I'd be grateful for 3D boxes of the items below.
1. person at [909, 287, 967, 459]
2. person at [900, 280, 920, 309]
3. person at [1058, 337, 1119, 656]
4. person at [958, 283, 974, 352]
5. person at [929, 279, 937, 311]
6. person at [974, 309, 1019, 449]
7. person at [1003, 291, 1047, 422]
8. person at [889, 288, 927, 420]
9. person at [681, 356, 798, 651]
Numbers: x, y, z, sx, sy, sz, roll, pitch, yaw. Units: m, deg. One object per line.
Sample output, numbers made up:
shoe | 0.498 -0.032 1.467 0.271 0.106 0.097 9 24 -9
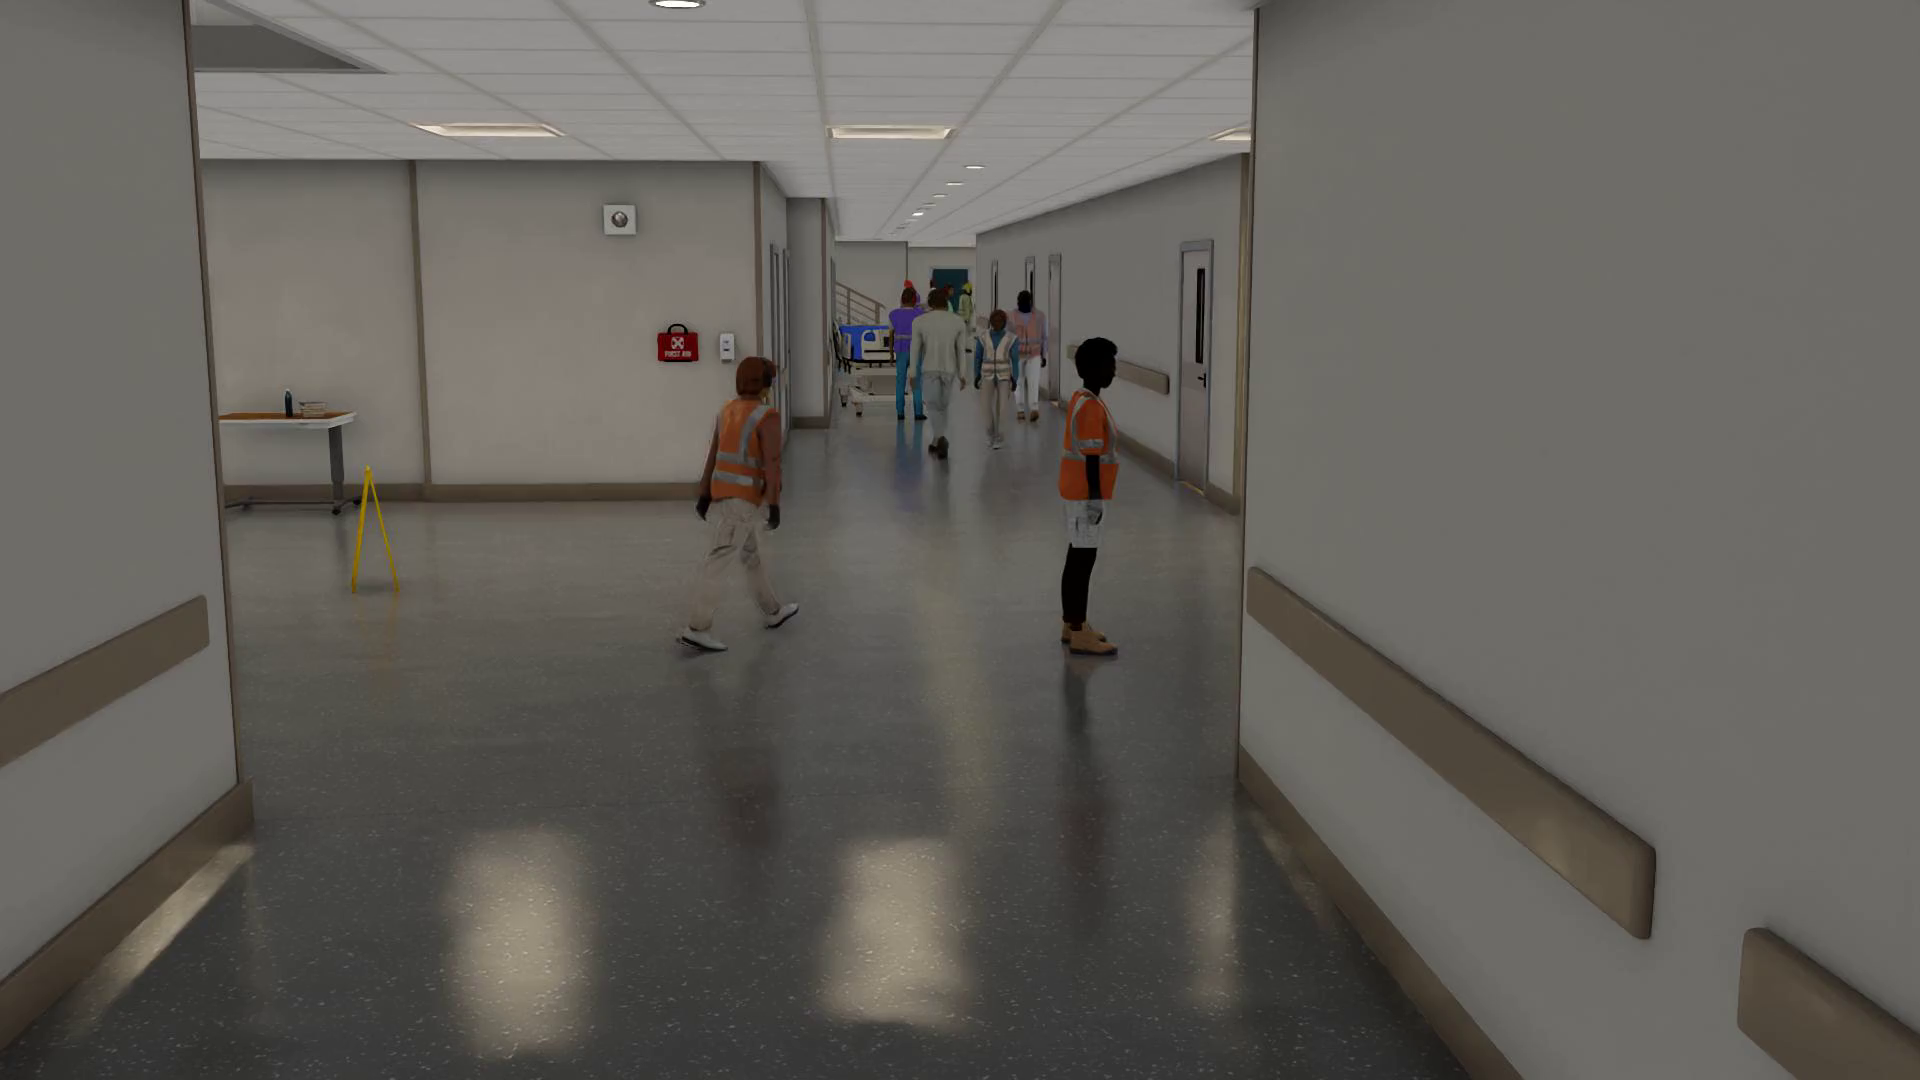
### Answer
person | -0.229 -1.863 18.533 0.647 1.902 0.969 -2 9 -13
person | -1.294 -5.835 43.426 0.542 1.906 0.948 1 9 7
person | 0.689 -0.239 8.934 0.321 1.696 0.537 0 9 -2
person | 0.105 -5.803 43.472 0.557 1.819 0.608 -3 10 -19
person | -0.879 -7.783 55.719 0.337 1.880 0.585 4 10 25
person | 0.424 -1.863 19.331 0.545 1.622 0.371 2 9 10
person | 0.893 -2.542 23.062 0.658 1.794 0.938 0 9 -1
person | -0.719 -2.592 23.252 0.568 1.840 0.374 2 9 12
person | -1.204 -0.218 9.189 0.925 1.570 0.571 -8 12 -41
